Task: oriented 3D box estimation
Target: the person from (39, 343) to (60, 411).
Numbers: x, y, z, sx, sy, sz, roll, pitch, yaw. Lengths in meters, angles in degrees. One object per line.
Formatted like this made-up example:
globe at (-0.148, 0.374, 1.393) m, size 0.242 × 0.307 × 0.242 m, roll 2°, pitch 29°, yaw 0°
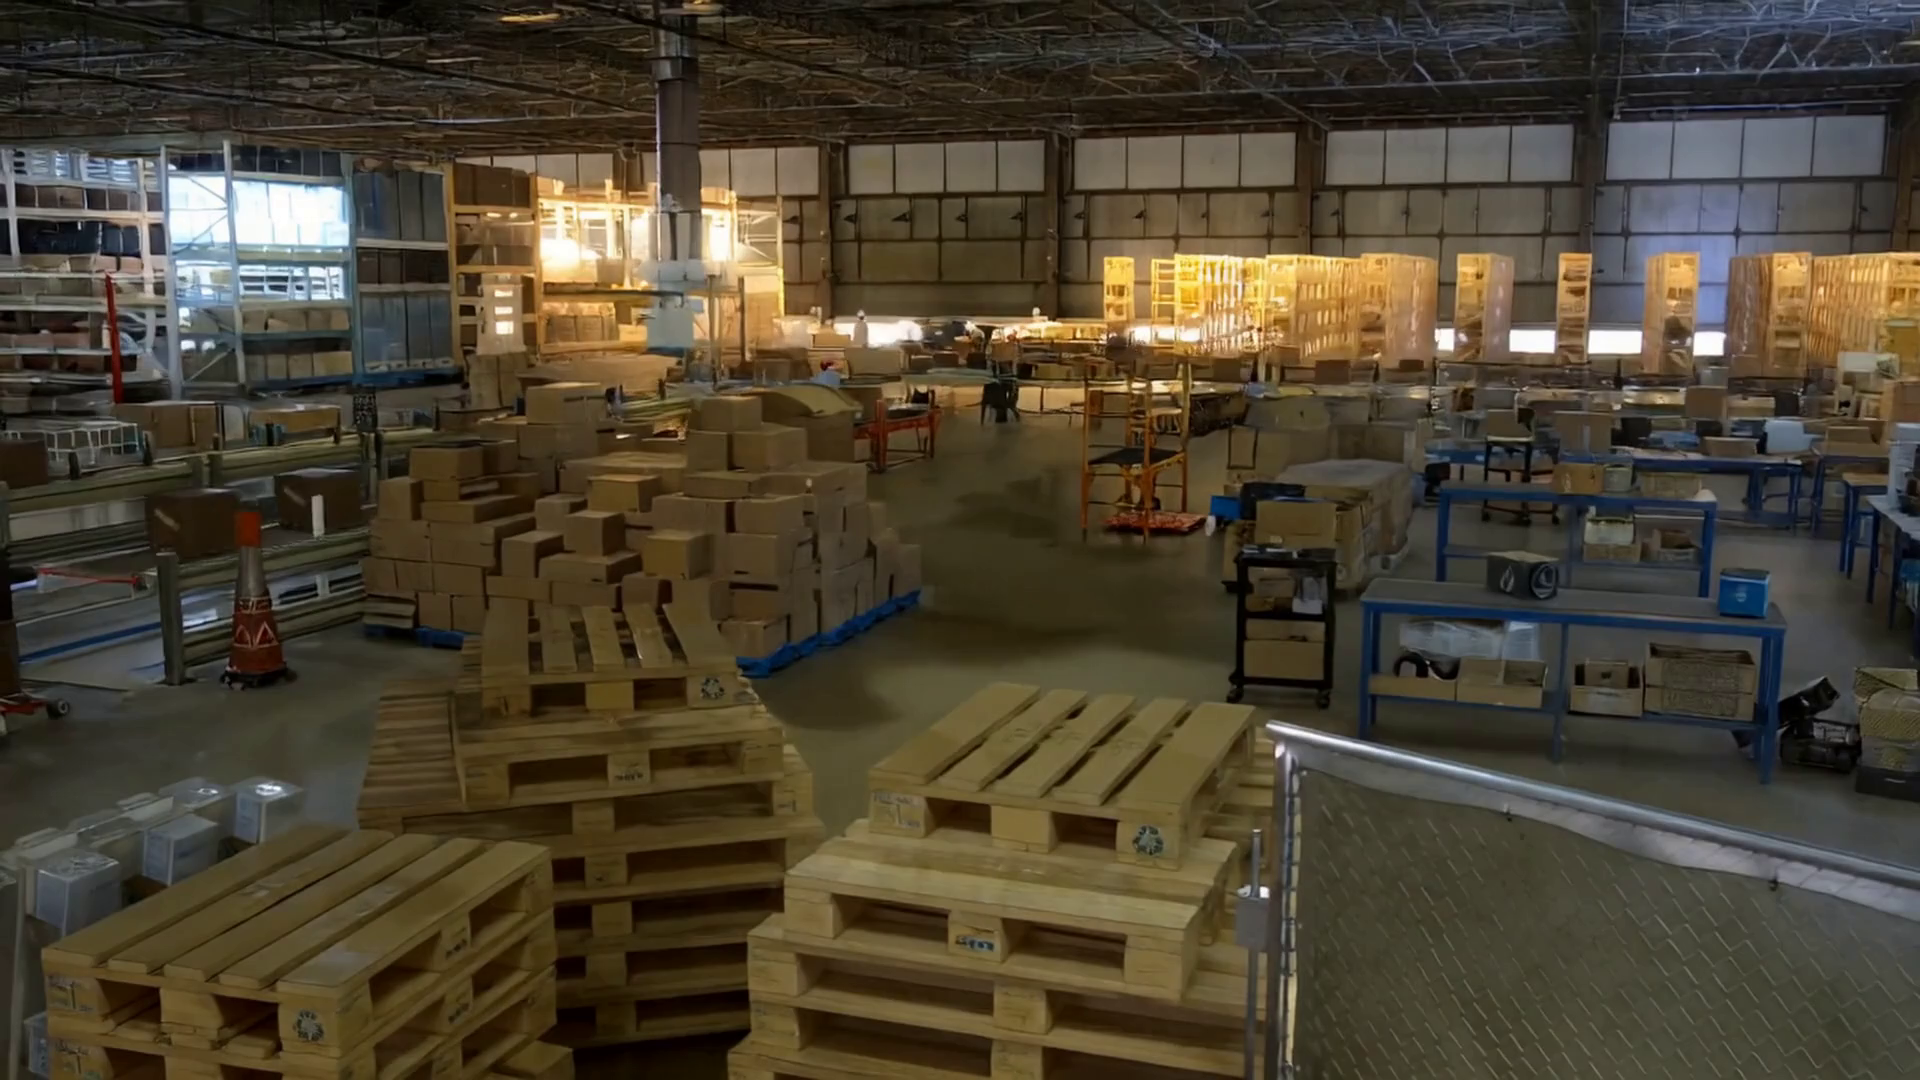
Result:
person at (-18.259, -3.103, 33.296) m, size 0.548 × 1.684 × 0.447 m, roll -1°, pitch 9°, yaw -6°

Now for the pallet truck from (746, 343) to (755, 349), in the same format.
pallet truck at (-6.183, -4.618, 44.264) m, size 1.601 × 1.201 × 0.680 m, roll -9°, pitch 12°, yaw -43°

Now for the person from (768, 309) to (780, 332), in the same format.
person at (-6.982, -7.776, 62.402) m, size 0.523 × 1.770 × 0.315 m, roll 6°, pitch 11°, yaw 33°

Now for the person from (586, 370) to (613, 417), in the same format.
person at (-5.203, -1.624, 24.017) m, size 0.557 × 1.682 × 0.459 m, roll 5°, pitch 10°, yaw 27°

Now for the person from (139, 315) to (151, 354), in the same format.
person at (-23.509, -5.605, 48.316) m, size 0.569 × 1.916 × 0.624 m, roll 4°, pitch 10°, yaw 26°

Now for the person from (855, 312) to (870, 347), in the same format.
person at (-2.891, -5.741, 49.053) m, size 0.496 × 1.953 × 0.645 m, roll 8°, pitch 12°, yaw 42°

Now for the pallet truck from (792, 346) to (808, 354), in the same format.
pallet truck at (-3.705, -4.298, 42.022) m, size 0.653 × 1.274 × 1.630 m, roll 3°, pitch 10°, yaw 20°

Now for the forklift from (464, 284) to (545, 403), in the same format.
forklift at (-10.832, -4.702, 39.610) m, size 1.129 × 2.768 × 1.873 m, roll 3°, pitch 10°, yaw 20°

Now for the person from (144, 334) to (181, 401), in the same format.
person at (-15.704, -3.105, 32.700) m, size 0.521 × 1.889 × 0.647 m, roll 5°, pitch 10°, yaw 29°

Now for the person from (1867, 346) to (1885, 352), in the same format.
person at (21.145, -4.030, 38.468) m, size 0.399 × 1.901 × 0.642 m, roll 5°, pitch 10°, yaw 27°

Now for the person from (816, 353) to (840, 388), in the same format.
person at (-2.165, -2.283, 27.966) m, size 0.519 × 1.743 × 0.725 m, roll 6°, pitch 11°, yaw 32°

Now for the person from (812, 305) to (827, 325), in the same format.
person at (-5.127, -7.592, 60.677) m, size 0.605 × 1.949 × 0.400 m, roll -5°, pitch 10°, yaw -30°

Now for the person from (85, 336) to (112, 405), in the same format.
person at (-20.338, -3.996, 39.157) m, size 0.503 × 1.613 × 0.737 m, roll 5°, pitch 10°, yaw 26°

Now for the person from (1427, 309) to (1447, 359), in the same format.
person at (17.310, -7.464, 60.325) m, size 0.901 × 1.809 × 0.571 m, roll 3°, pitch 10°, yaw 20°
